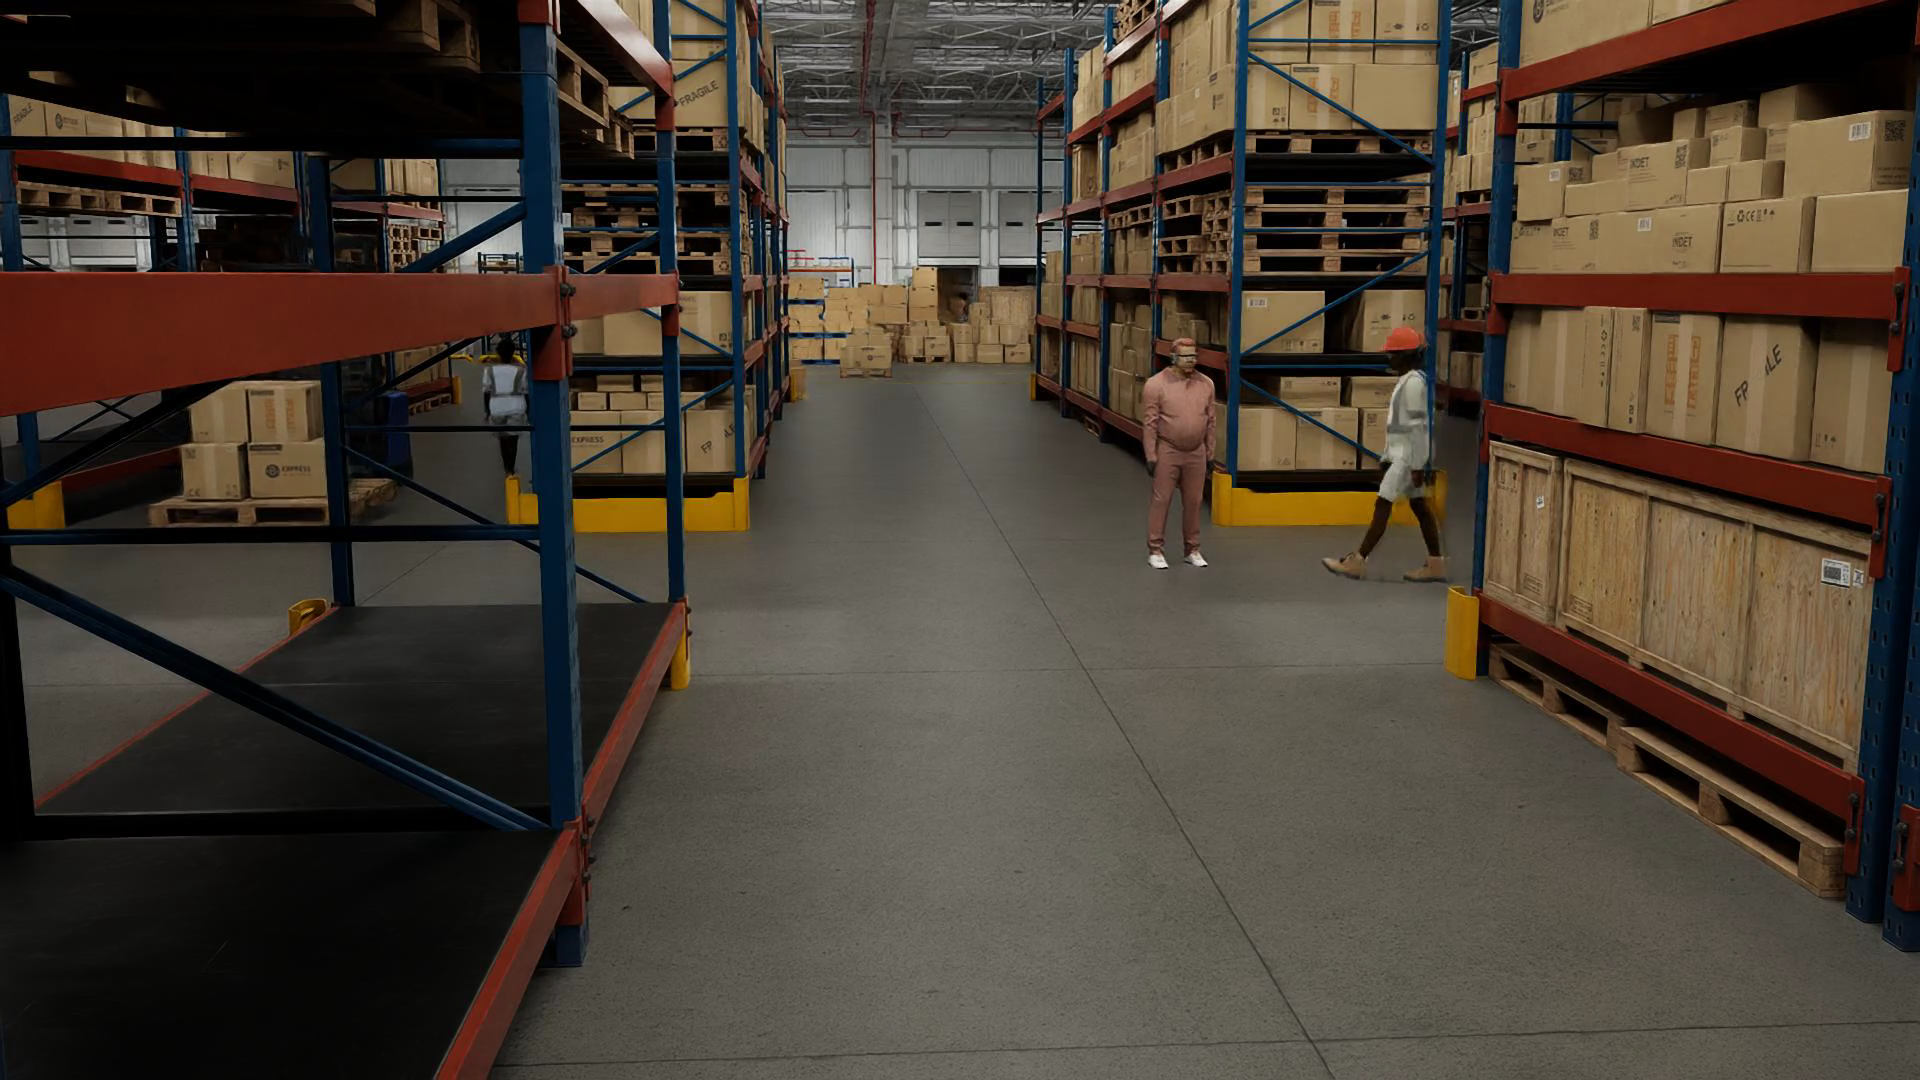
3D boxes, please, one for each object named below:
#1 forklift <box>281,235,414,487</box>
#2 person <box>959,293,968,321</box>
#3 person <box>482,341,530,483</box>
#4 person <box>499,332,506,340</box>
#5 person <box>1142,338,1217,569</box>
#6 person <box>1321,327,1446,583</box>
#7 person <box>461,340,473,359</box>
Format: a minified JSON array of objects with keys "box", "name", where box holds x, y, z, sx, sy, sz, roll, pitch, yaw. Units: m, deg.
[{"box":[-6.751,-1.899,18.051,1.129,2.768,1.873,-1,9,-4],"name":"forklift"},{"box":[0.222,-9.295,68.329,0.886,1.643,0.549,1,9,9],"name":"person"},{"box":[-5.210,-1.468,19.178,0.541,1.651,0.892,-1,9,-4],"name":"person"},{"box":[-16.807,-8.326,61.037,0.687,2.000,0.809,-1,9,-6],"name":"person"},{"box":[1.814,-0.704,13.644,0.645,1.898,0.398,-3,9,-17],"name":"person"},{"box":[3.355,-0.654,12.994,1.029,1.990,0.629,2,9,13],"name":"person"},{"box":[-14.260,-6.155,47.899,0.350,1.883,0.583,8,12,42],"name":"person"}]
